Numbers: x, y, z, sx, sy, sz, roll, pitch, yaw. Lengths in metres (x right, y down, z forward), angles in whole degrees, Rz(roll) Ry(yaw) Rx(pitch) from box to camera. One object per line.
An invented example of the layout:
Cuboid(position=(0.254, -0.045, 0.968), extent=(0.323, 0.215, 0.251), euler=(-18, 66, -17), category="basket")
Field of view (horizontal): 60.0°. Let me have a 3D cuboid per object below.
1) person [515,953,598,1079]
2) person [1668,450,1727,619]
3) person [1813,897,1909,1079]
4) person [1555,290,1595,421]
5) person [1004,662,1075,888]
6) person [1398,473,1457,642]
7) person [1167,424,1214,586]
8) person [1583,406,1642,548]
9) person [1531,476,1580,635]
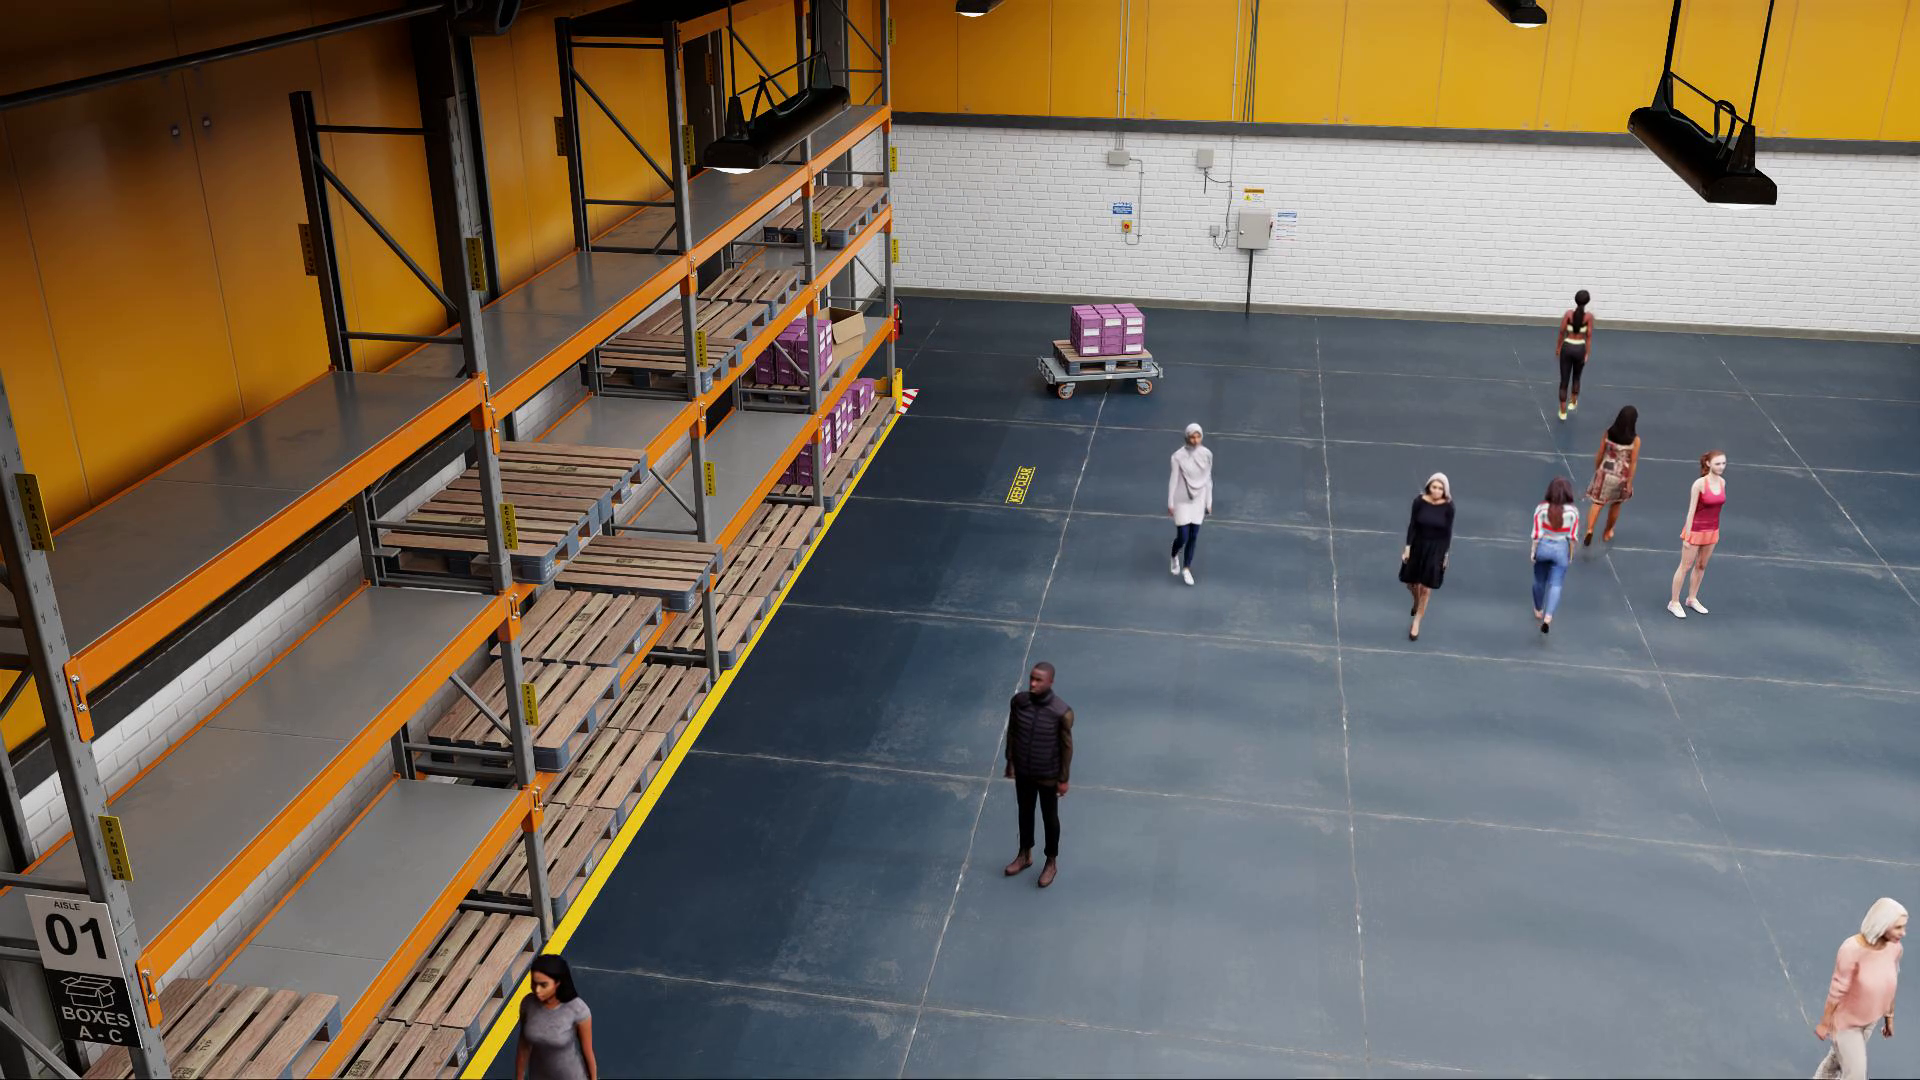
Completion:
Cuboid(position=(-2.261, 3.086, 9.549), extent=(0.702, 1.731, 1.107), euler=(7, 25, 16), category="person")
Cuboid(position=(7.478, -0.084, 16.773), extent=(0.665, 1.754, 0.699), euler=(-8, 25, -19), category="person")
Cuboid(position=(5.372, 2.854, 10.105), extent=(0.821, 1.712, 0.904), euler=(-10, 26, -22), category="person")
Cuboid(position=(8.179, -2.447, 22.211), extent=(0.674, 1.728, 0.964), euler=(7, 25, 16), category="person")
Cuboid(position=(0.595, 1.734, 12.513), extent=(0.769, 1.836, 0.718), euler=(14, 27, 29), category="person")
Cuboid(position=(4.578, 0.127, 16.313), extent=(0.680, 1.737, 0.833), euler=(8, 25, 19), category="person")
Cuboid(position=(2.393, -0.415, 17.515), extent=(0.731, 1.766, 0.776), euler=(-5, 24, -12), category="person")
Cuboid(position=(7.154, -0.665, 18.269), extent=(0.912, 1.620, 1.127), euler=(16, 28, 32), category="person")
Cuboid(position=(5.853, 0.158, 16.422), extent=(0.719, 1.592, 1.052), euler=(8, 25, 19), category="person")
